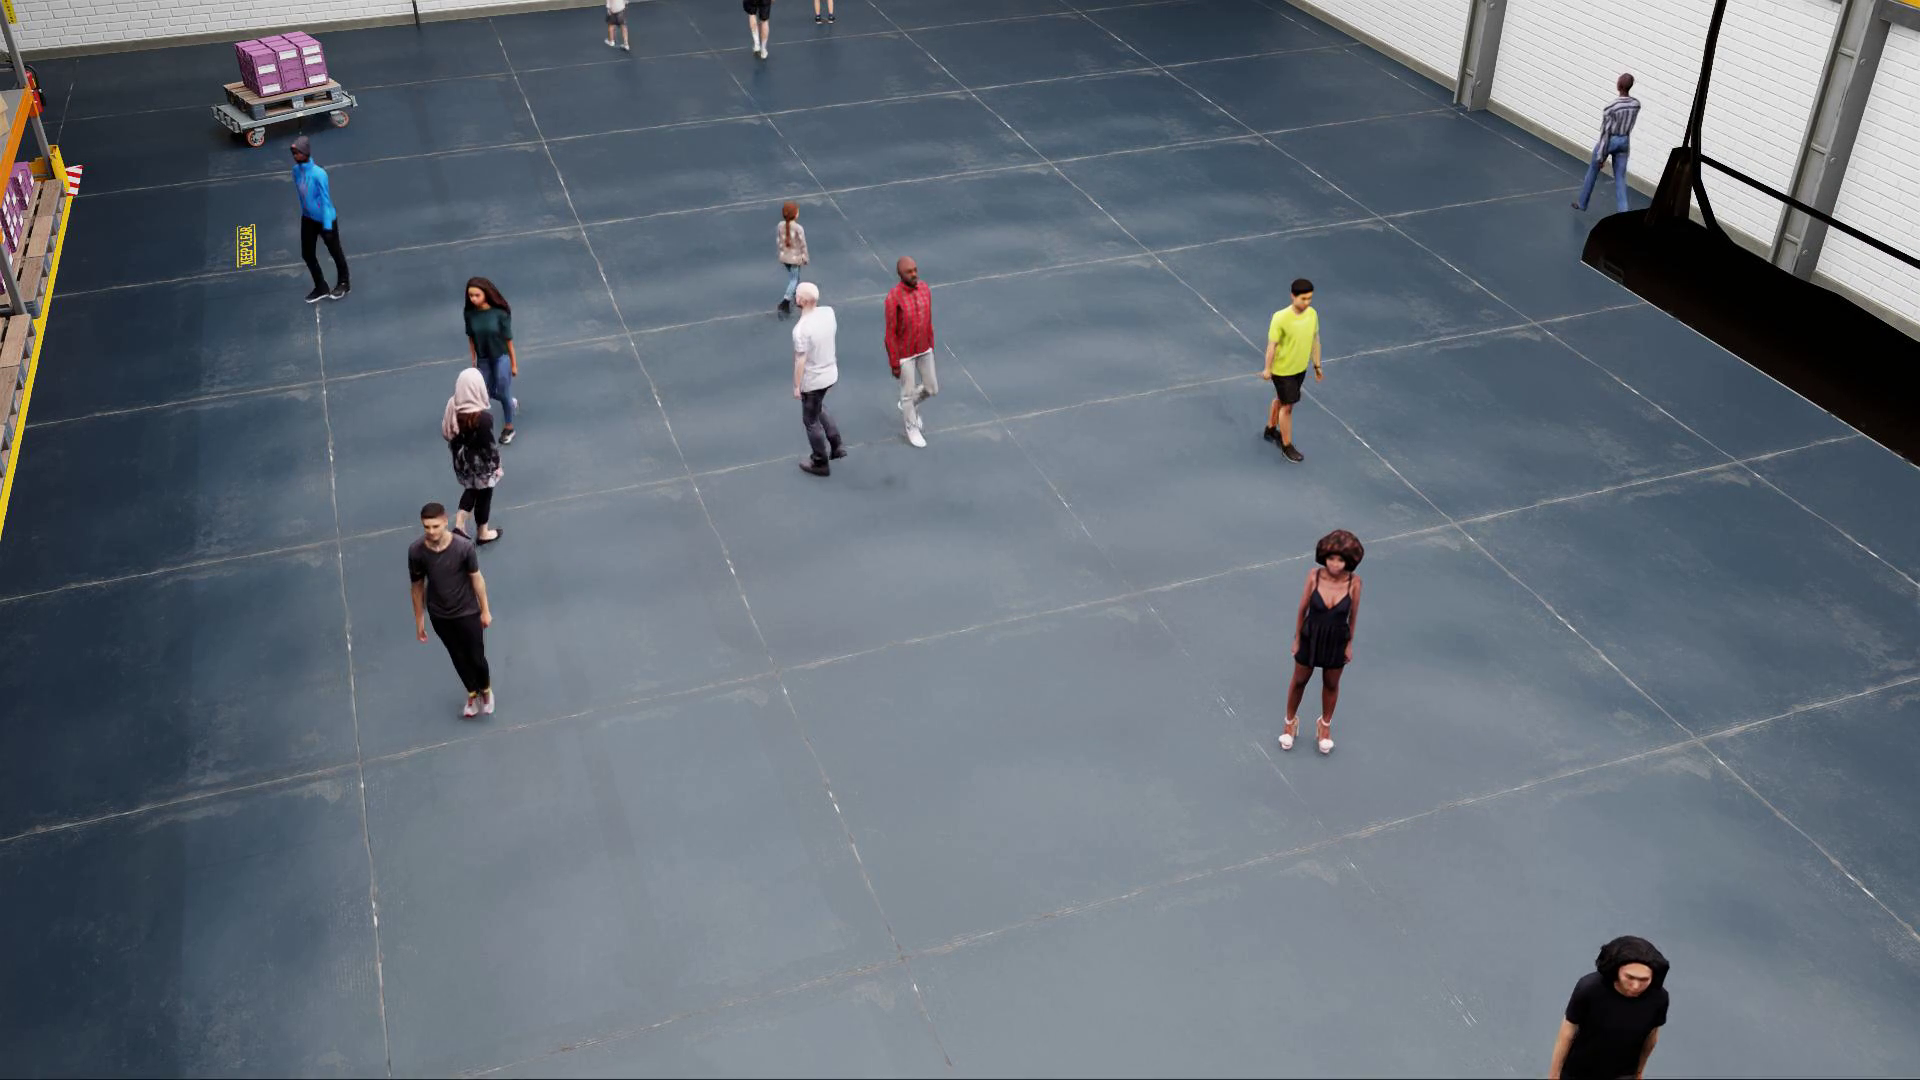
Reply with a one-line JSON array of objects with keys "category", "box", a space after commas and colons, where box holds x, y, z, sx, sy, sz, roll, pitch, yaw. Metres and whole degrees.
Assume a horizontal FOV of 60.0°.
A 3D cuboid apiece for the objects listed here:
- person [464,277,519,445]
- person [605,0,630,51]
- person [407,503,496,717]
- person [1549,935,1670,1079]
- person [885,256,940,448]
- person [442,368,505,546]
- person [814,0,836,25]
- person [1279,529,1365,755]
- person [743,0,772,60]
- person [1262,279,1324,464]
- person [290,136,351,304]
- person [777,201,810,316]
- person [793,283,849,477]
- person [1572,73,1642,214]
[{"category": "person", "box": [-4.171, -1.676, 15.038, 0.782, 1.604, 0.871, 3, 34, 4]}, {"category": "person", "box": [-5.093, -7.932, 24.764, 0.645, 1.257, 0.792, -23, 40, -30]}, {"category": "person", "box": [-3.535, 0.454, 11.700, 0.722, 1.752, 0.712, -1, 34, -2]}, {"category": "person", "box": [3.230, 2.588, 8.447, 1.020, 1.799, 1.196, 6, 34, 9]}, {"category": "person", "box": [-0.493, -1.732, 14.937, 0.766, 1.809, 0.817, -22, 39, -29]}, {"category": "person", "box": [-3.974, -0.598, 13.415, 0.850, 1.605, 0.910, 18, 38, 25]}, {"category": "person", "box": [-2.154, -8.801, 25.898, 0.570, 1.449, 0.546, -2, 34, -3]}, {"category": "person", "box": [2.469, 0.694, 11.305, 0.655, 1.789, 0.683, 6, 34, 9]}, {"category": "person", "box": [-2.945, -7.956, 24.258, 0.774, 1.856, 0.794, -3, 34, -4]}, {"category": "person", "box": [2.888, -1.591, 14.840, 0.733, 1.682, 0.932, -20, 38, -27]}, {"category": "person", "box": [-6.649, -3.390, 17.459, 0.838, 1.778, 0.899, 13, 36, 19]}, {"category": "person", "box": [-1.774, -2.927, 17.303, 0.823, 1.180, 0.862, 17, 37, 24]}, {"category": "person", "box": [-1.169, -1.364, 14.375, 0.886, 1.819, 0.836, 19, 38, 26]}, {"category": "person", "box": [7.525, -4.394, 18.999, 0.748, 1.745, 1.186, -6, 34, -10]}]
